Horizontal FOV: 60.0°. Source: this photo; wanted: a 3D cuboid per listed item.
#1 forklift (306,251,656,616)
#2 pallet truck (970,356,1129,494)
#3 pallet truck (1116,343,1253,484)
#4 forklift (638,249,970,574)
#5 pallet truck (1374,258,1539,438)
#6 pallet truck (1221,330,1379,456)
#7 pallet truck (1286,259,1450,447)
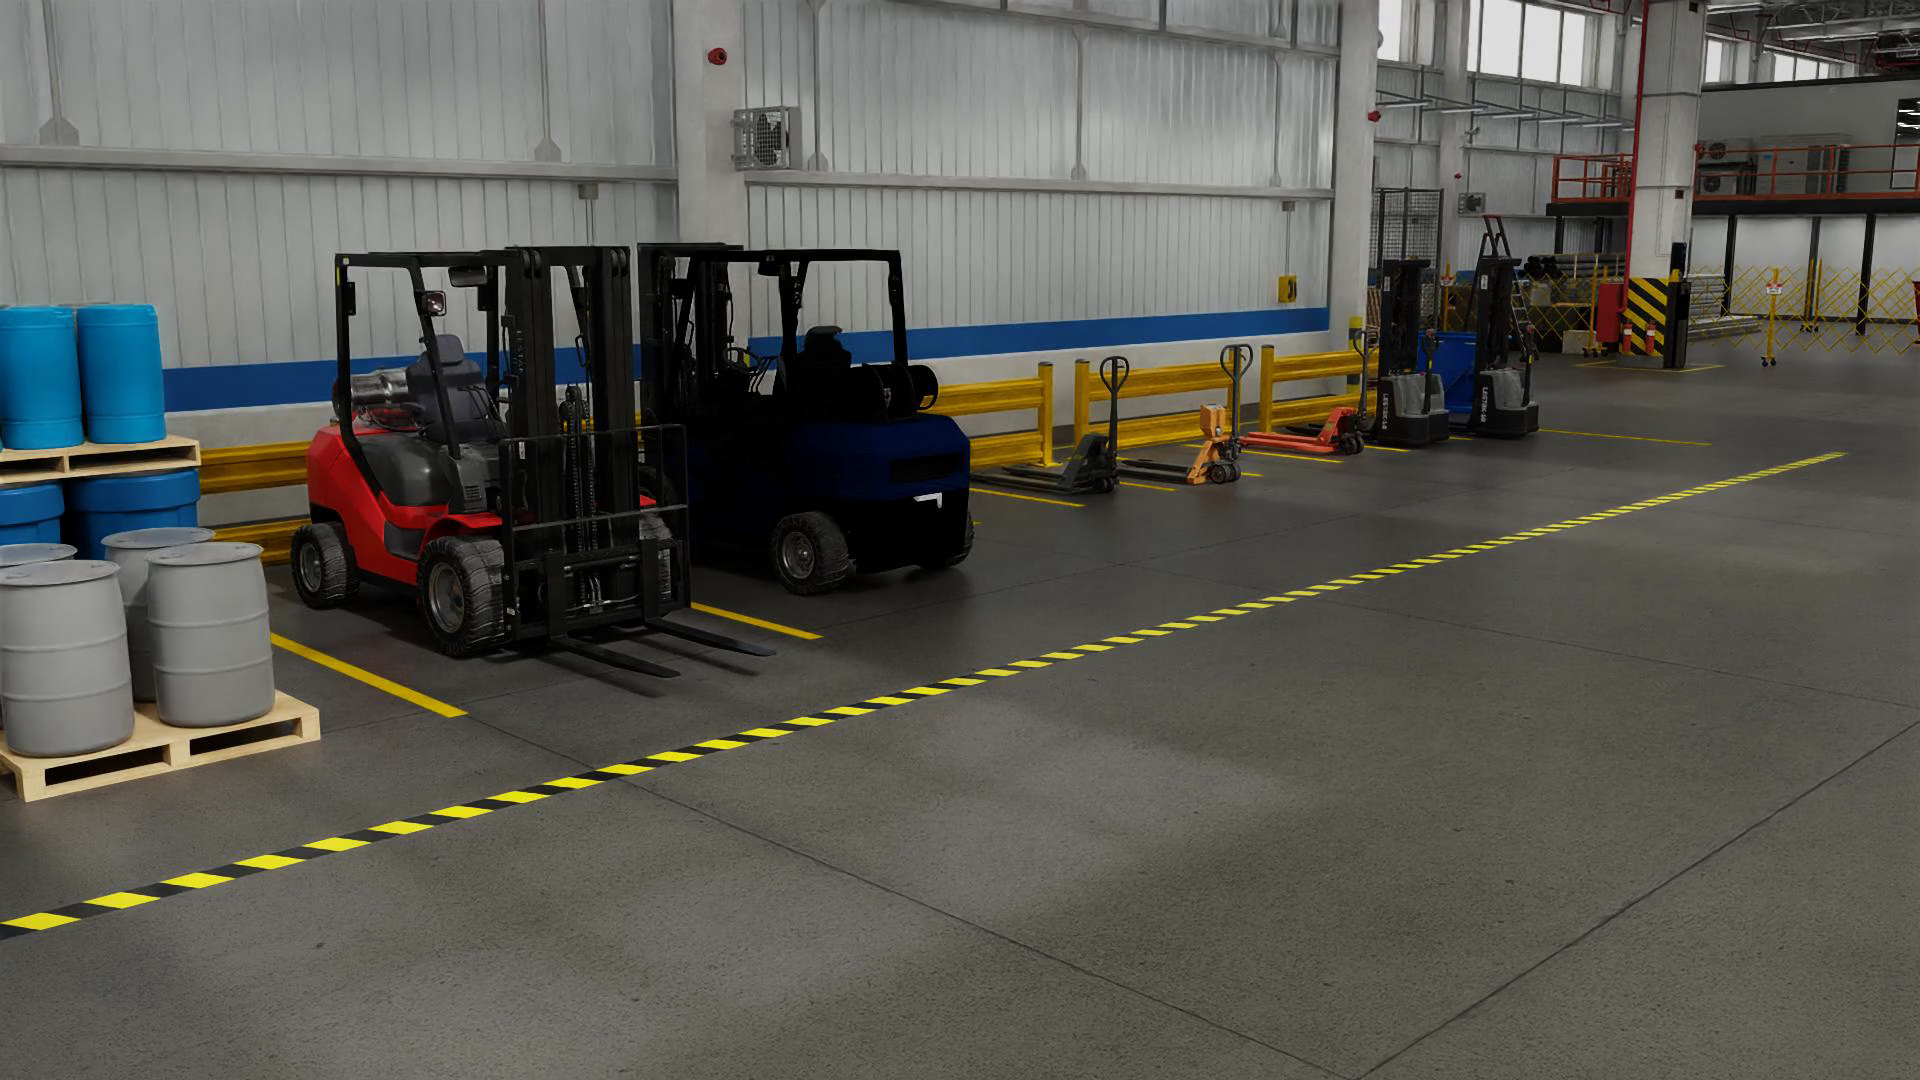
[{"bbox_3d":[-2.833,-0.669,9.694,1.157,1.987,2.680,-10,14,-44],"label":"forklift"},{"bbox_3d":[0.784,-1.085,14.876,0.680,1.201,1.601,-10,14,-44],"label":"pallet truck"},{"bbox_3d":[1.962,-1.215,15.415,1.522,1.261,0.704,10,14,43],"label":"pallet truck"},{"bbox_3d":[-1.173,-0.958,11.239,2.680,1.987,1.157,10,14,43],"label":"forklift"},{"bbox_3d":[5.704,-2.208,18.901,1.885,1.965,0.823,10,14,43],"label":"pallet truck"},{"bbox_3d":[3.563,-1.581,17.381,0.653,1.274,1.630,-10,14,-44],"label":"pallet truck"},{"bbox_3d":[4.493,-2.078,18.196,0.823,1.965,1.885,-9,14,-40],"label":"pallet truck"}]
